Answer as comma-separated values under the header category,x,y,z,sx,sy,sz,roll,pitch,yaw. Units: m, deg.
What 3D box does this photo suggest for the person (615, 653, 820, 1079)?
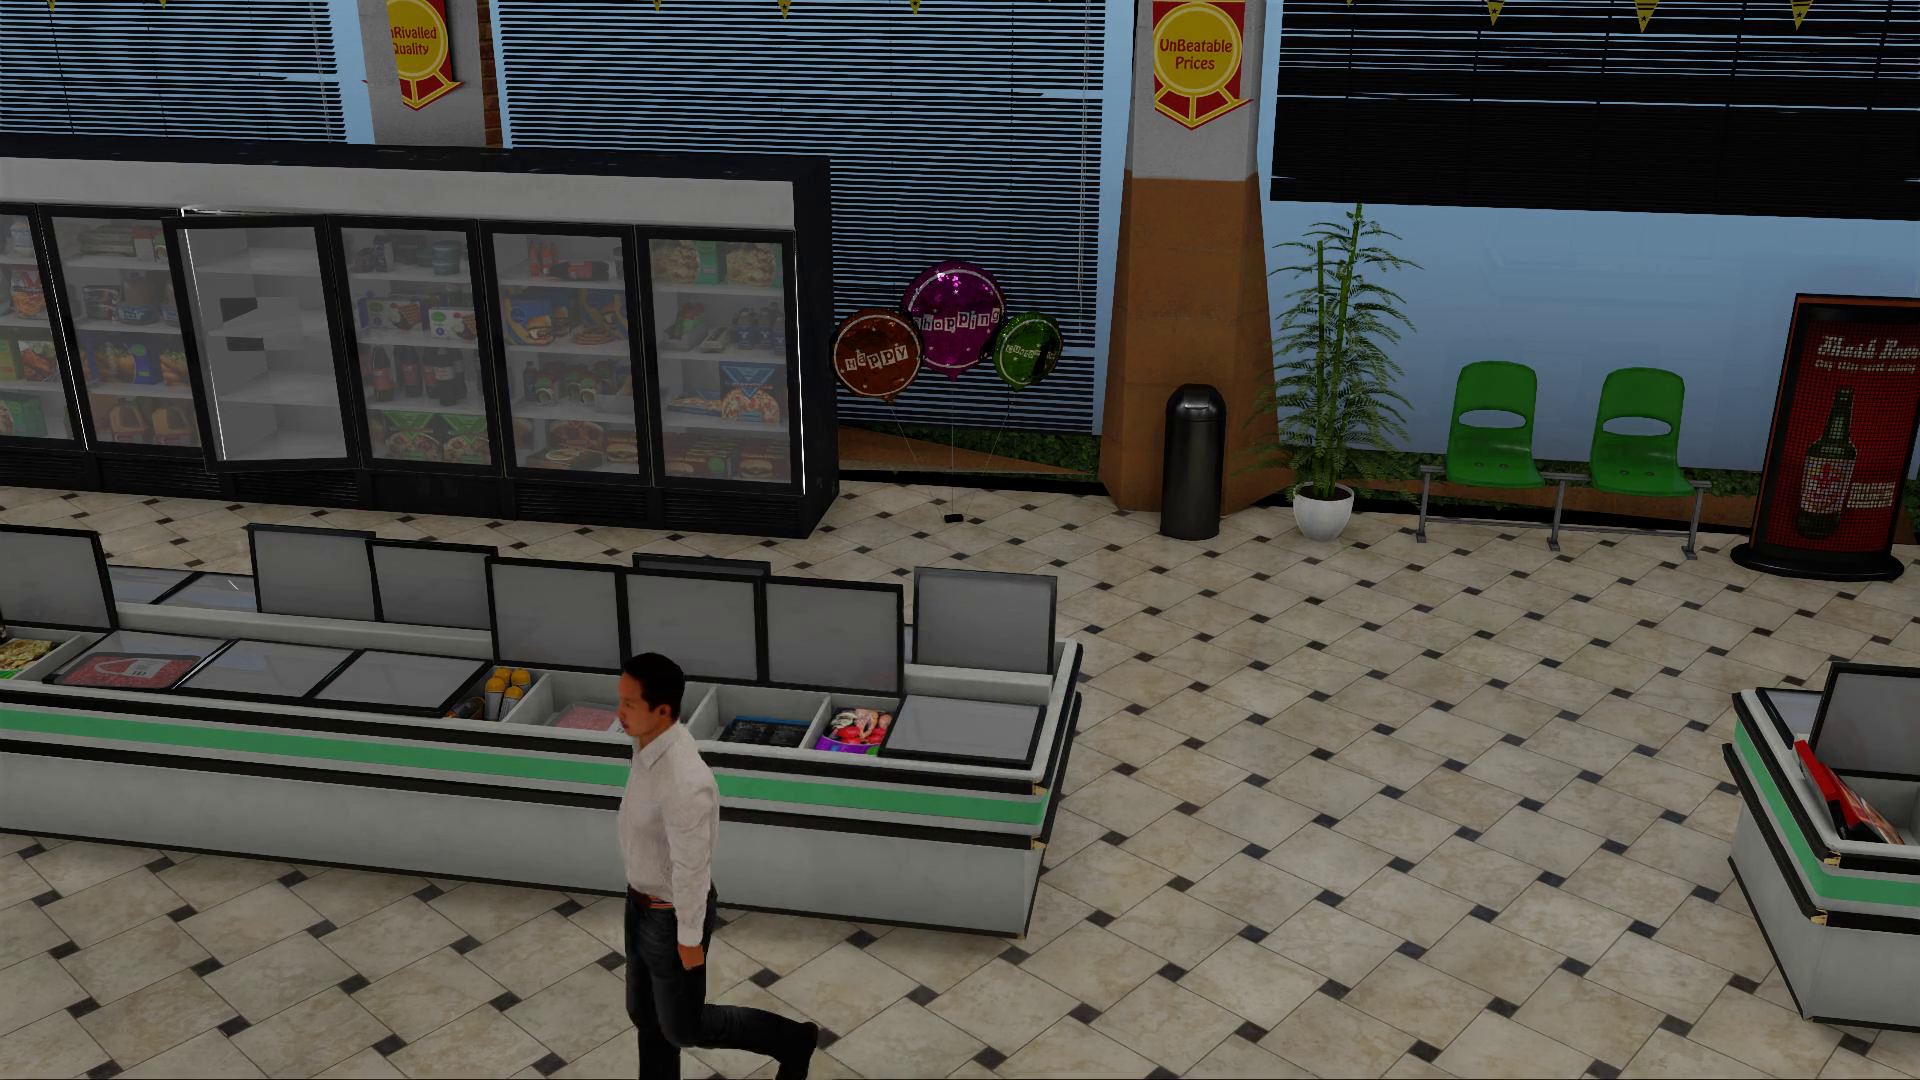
category,x,y,z,sx,sy,sz,roll,pitch,yaw
person,-0.846,1.183,5.397,1.136,1.793,1.005,-9,24,-22
